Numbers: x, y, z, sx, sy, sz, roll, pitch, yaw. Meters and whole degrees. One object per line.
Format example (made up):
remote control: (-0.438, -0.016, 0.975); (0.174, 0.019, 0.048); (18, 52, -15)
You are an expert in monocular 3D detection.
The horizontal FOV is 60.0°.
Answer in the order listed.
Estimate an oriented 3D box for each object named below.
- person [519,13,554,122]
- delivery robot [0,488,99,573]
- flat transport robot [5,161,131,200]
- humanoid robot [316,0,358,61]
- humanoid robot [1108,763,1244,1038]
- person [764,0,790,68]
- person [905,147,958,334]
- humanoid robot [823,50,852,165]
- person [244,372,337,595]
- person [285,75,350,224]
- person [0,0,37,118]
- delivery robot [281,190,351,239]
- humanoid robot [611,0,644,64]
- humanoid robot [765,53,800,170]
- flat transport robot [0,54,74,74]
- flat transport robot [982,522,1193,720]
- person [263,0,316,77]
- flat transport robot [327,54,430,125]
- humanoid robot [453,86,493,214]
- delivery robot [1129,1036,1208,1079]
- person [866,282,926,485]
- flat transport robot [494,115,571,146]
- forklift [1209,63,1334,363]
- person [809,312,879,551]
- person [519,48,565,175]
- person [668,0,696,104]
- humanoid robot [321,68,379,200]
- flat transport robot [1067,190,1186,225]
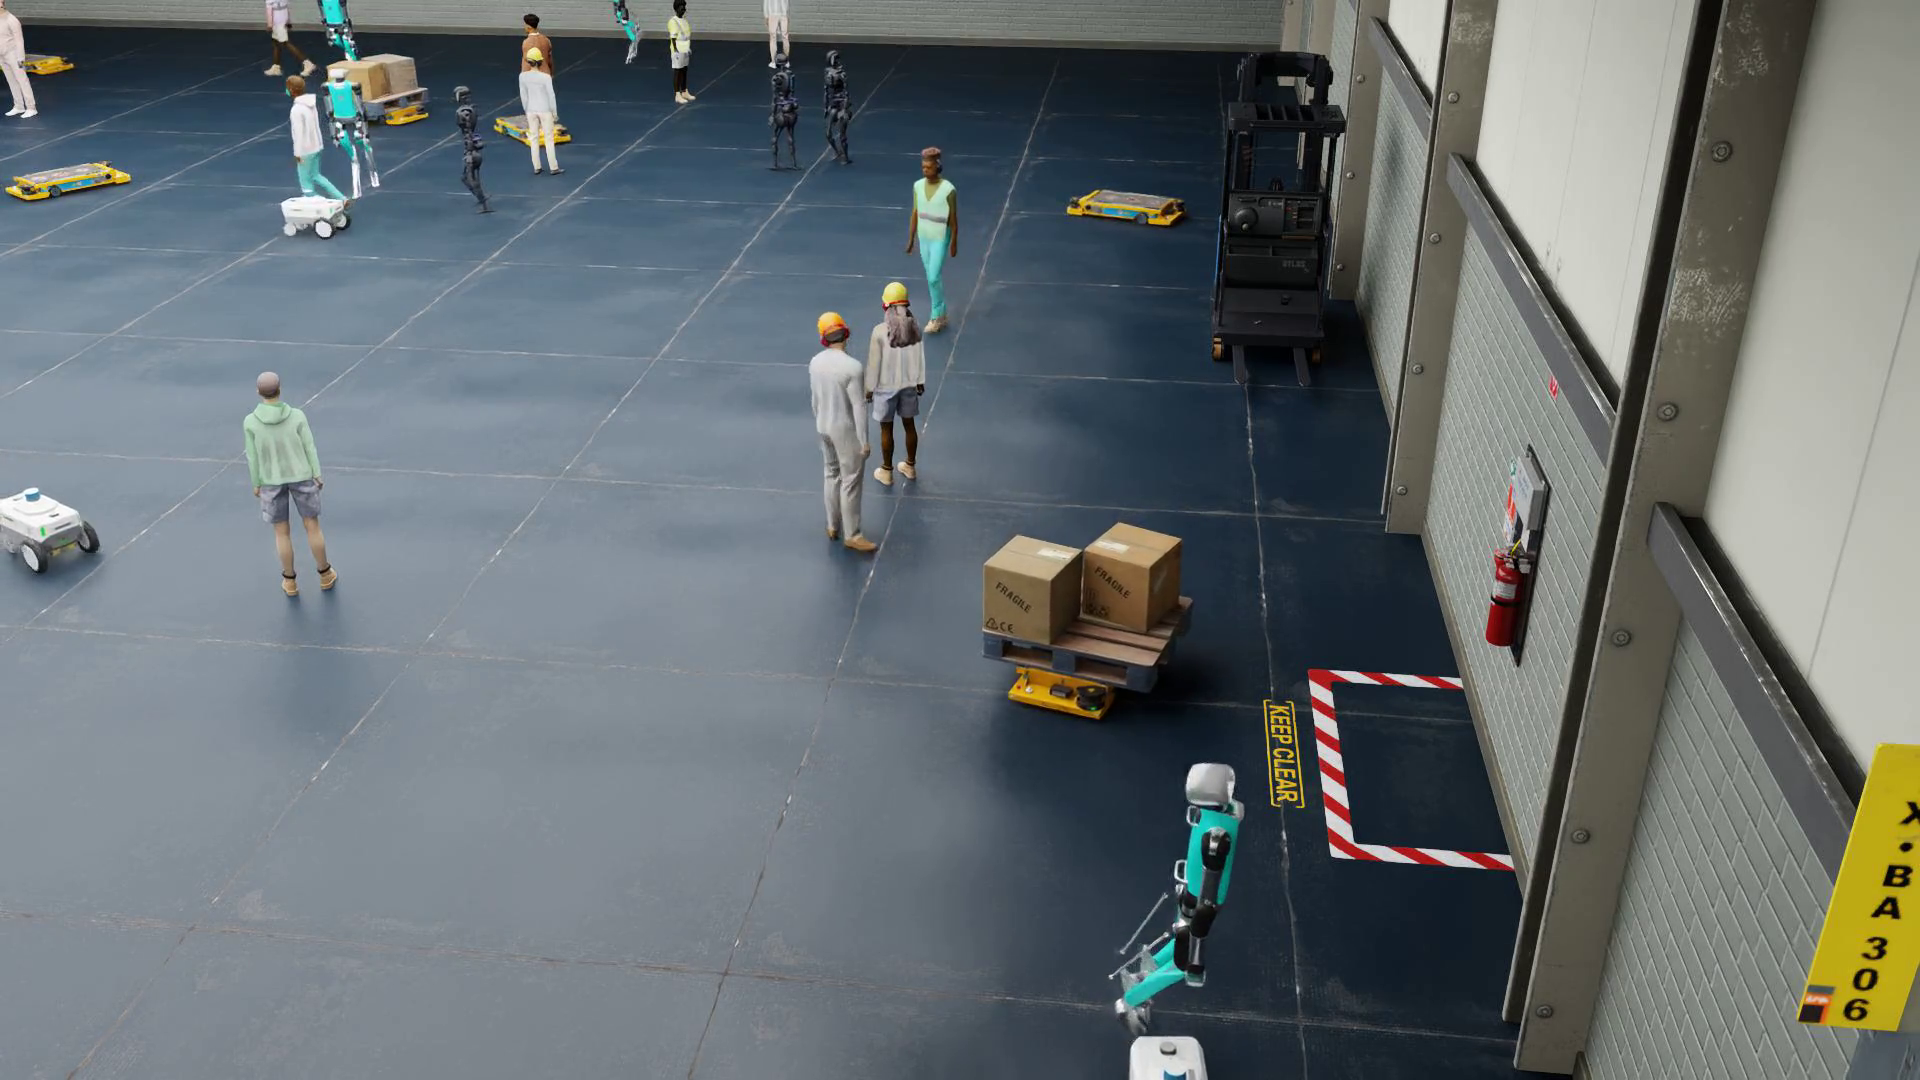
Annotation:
person: (-6.504, -7.180, 25.700); (0.397, 1.856, 0.773); (11, 29, 20)
delivery robot: (-7.207, -0.125, 13.040); (0.747, 0.568, 0.499); (17, 31, 30)
flat transport robot: (-12.389, -4.990, 23.100); (0.659, 0.231, 1.431); (21, 33, 36)
humanoid robot: (-10.748, -8.784, 29.075); (0.530, 1.827, 0.794); (4, 27, 8)
humanoid robot: (0.953, 1.853, 7.847); (0.655, 1.833, 0.545); (4, 27, 8)
person: (-3.364, -9.656, 30.637); (0.495, 1.870, 0.402); (-7, 27, -14)
person: (-0.332, -3.142, 17.526); (0.498, 1.953, 0.684); (16, 31, 29)
humanoid robot: (-1.751, -6.257, 24.069); (0.376, 1.643, 0.590); (-22, 34, -37)
person: (-4.978, -0.410, 12.311); (0.487, 1.742, 0.329); (-10, 28, -20)
person: (-8.314, -4.981, 21.265); (0.666, 1.900, 0.513); (2, 27, 5)
person: (-15.398, -7.825, 26.934); (0.638, 1.908, 0.413); (14, 30, 25)
delivery robot: (-8.184, -4.136, 21.069); (0.785, 0.587, 0.499); (4, 27, 8)
humanoid robot: (-6.172, -9.800, 31.136); (0.752, 1.839, 0.535); (-14, 30, -26)
humanoid robot: (-2.554, -6.124, 23.795); (0.463, 1.646, 0.602); (13, 29, 24)
flat transport robot: (-17.160, -8.768, 30.643); (1.431, 0.231, 0.659); (9, 28, 17)
flat transport robot: (0.904, 0.772, 11.598); (0.659, 0.231, 1.431); (11, 29, 21)
person: (-12.172, -9.339, 29.857); (1.002, 2.005, 0.620); (1, 27, 3)
flat transport robot: (-9.426, -6.952, 27.018); (1.431, 0.231, 0.659); (12, 29, 23)
humanoid robot: (-6.389, -5.091, 21.738); (0.387, 1.648, 0.586); (-10, 28, -19)
delivery robot: (0.965, 2.637, 7.557); (0.499, 0.596, 0.775); (0, 27, 1)
person: (-0.527, -1.317, 14.112); (0.548, 1.758, 0.407); (-13, 29, -24)
flat transport robot: (-6.673, -6.390, 25.895); (0.659, 0.231, 1.431); (-18, 32, -32)
forklift: (3.241, -3.477, 17.183); (1.129, 2.768, 1.873); (3, 27, 6)
person: (-0.883, -0.838, 13.052); (0.740, 1.851, 0.416); (21, 33, 35)
person: (-5.949, -6.069, 23.583); (0.521, 1.768, 0.308); (6, 27, 13)
person: (-4.687, -8.231, 27.980); (0.320, 1.692, 0.532); (9, 28, 17)
humanoid robot: (-8.256, -5.597, 22.707); (0.531, 1.778, 0.966); (-2, 27, -3)
flat transport robot: (2.190, -4.375, 21.873); (1.431, 0.231, 0.659); (11, 29, 21)
